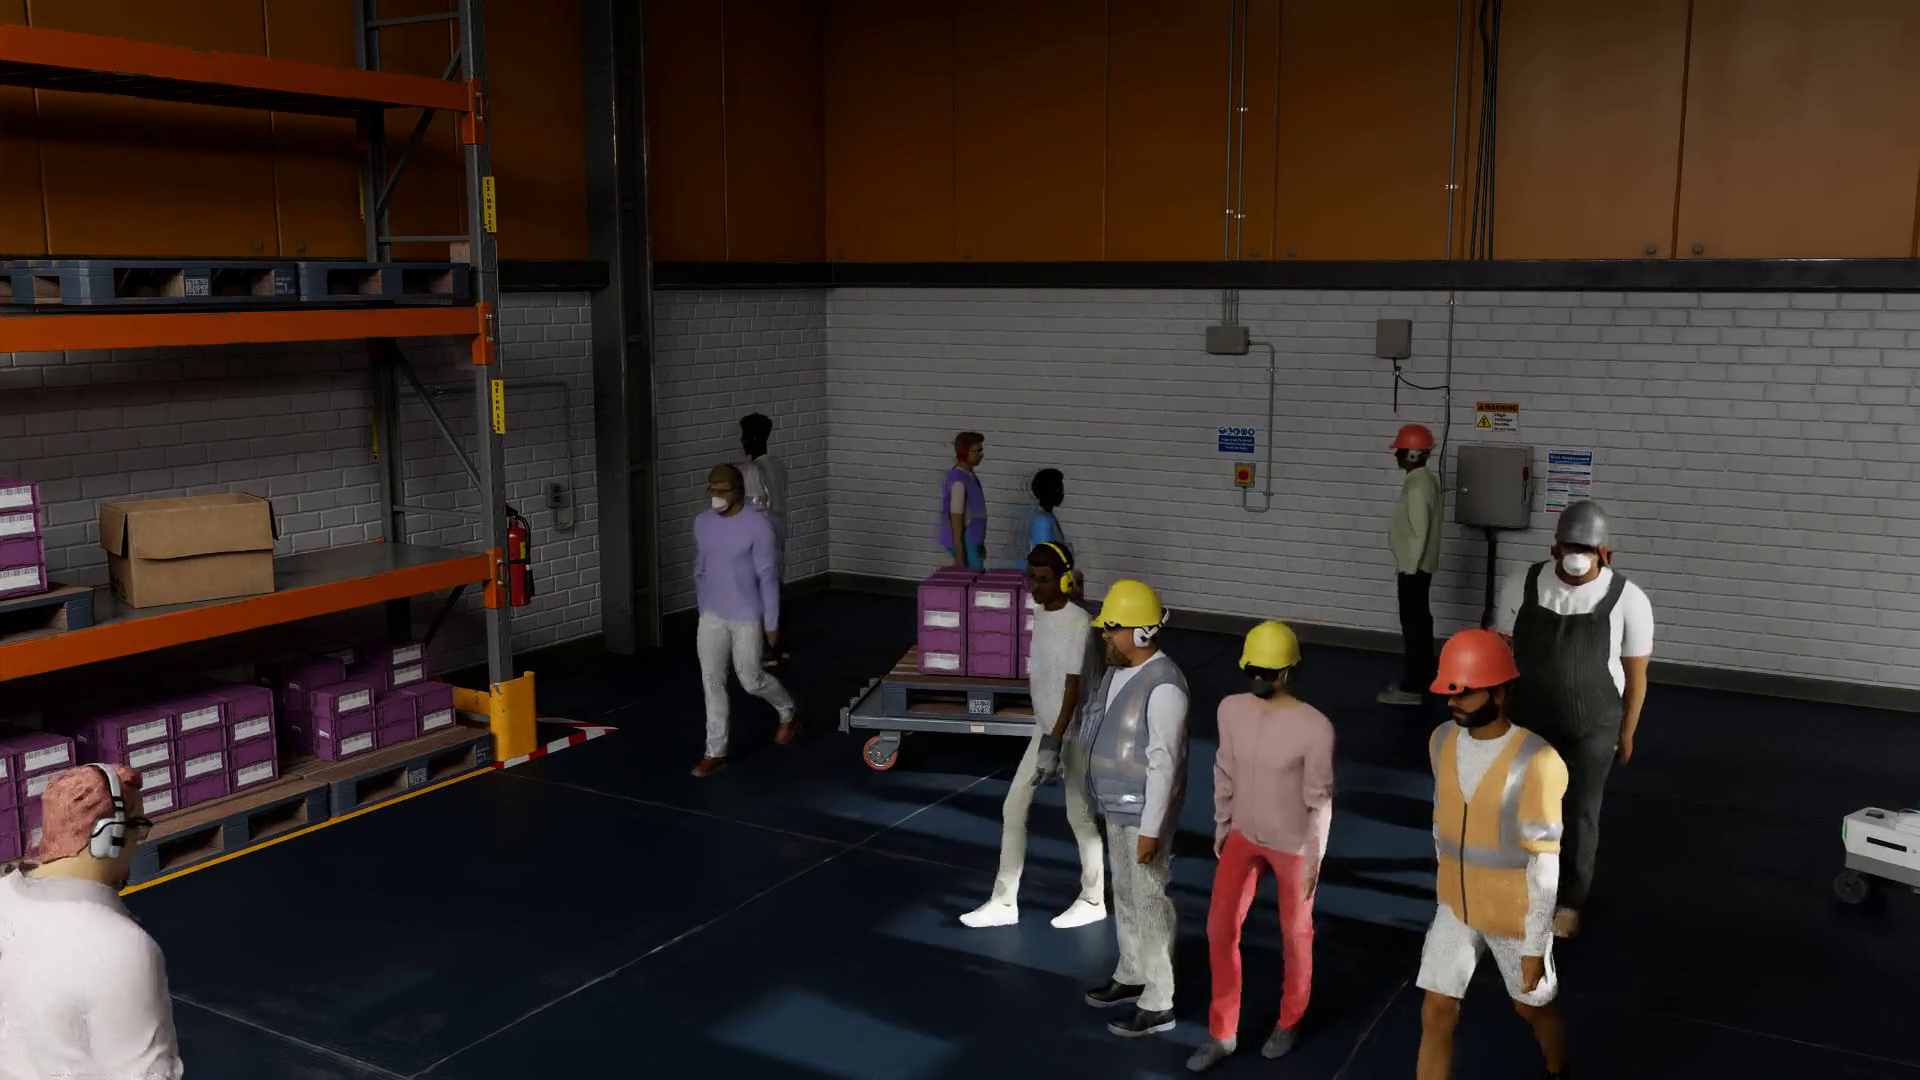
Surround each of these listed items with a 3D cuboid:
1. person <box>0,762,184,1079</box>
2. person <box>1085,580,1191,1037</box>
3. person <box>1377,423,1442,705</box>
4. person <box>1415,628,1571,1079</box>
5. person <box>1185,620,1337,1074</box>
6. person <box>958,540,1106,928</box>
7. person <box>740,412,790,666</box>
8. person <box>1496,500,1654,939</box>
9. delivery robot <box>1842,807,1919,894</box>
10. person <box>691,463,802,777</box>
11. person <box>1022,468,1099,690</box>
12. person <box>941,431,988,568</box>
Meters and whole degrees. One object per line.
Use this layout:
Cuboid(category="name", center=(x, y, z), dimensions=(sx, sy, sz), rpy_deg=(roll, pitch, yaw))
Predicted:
Cuboid(category="person", center=(-2.071, 1.464, 3.986), dimensions=(0.755, 1.878, 0.436), rpy_deg=(6, 11, 35))
Cuboid(category="person", center=(0.701, 1.059, 6.691), dimensions=(0.403, 1.825, 0.586), rpy_deg=(-3, 9, -16))
Cuboid(category="person", center=(3.183, 0.167, 11.731), dimensions=(0.393, 1.993, 0.618), rpy_deg=(4, 10, 21))
Cuboid(category="person", center=(1.810, 1.211, 5.603), dimensions=(1.042, 1.880, 0.564), rpy_deg=(-7, 11, -37))
Cuboid(category="person", center=(1.123, 1.165, 6.258), dimensions=(0.549, 1.738, 0.710), rpy_deg=(8, 12, 41))
Cuboid(category="person", center=(0.351, 0.918, 7.566), dimensions=(0.828, 1.831, 0.484), rpy_deg=(-5, 11, -30))
Cuboid(category="person", center=(-1.529, -0.009, 12.908), dimensions=(0.362, 1.963, 0.612), rpy_deg=(3, 9, 17))
Cuboid(category="person", center=(2.837, 0.779, 7.760), dimensions=(0.692, 2.000, 0.709), rpy_deg=(6, 11, 33))
Cuboid(category="delivery robot", center=(4.565, 1.461, 7.832), dimensions=(0.477, 0.478, 0.707), rpy_deg=(-7, 11, -36))
Cuboid(category="person", center=(-1.327, 0.455, 10.220), dimensions=(0.629, 1.911, 0.821), rpy_deg=(5, 11, 31))
Cuboid(category="person", center=(0.537, 0.305, 11.902), dimensions=(0.853, 1.662, 0.530), rpy_deg=(2, 9, 10))
Cuboid(category="person", center=(0.057, 0.053, 12.959), dimensions=(0.726, 1.820, 0.596), rpy_deg=(1, 9, 5))
